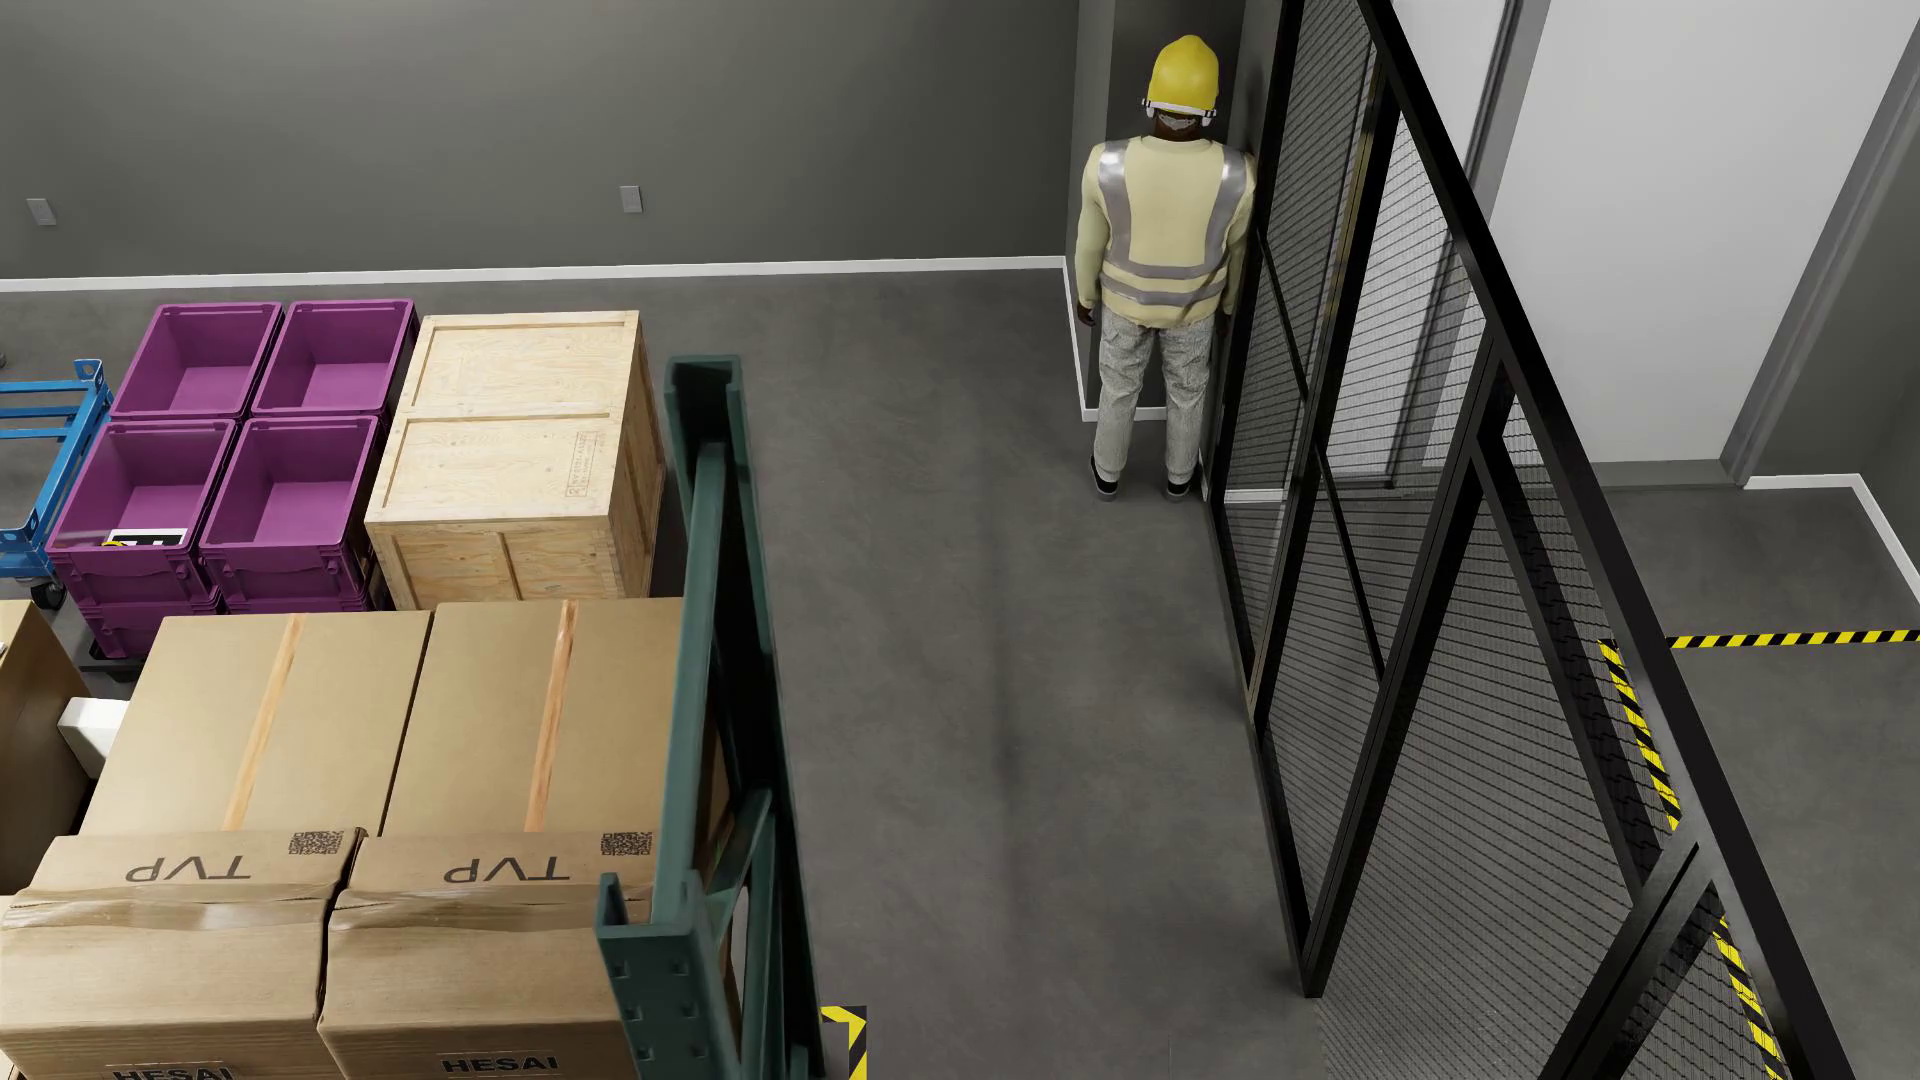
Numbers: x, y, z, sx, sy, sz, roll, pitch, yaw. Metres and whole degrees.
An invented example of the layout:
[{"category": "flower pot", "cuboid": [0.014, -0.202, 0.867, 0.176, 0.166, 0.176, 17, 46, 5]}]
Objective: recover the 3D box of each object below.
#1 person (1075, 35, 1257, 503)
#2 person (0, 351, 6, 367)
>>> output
[{"category": "person", "cuboid": [0.685, -0.856, 5.646, 0.598, 1.832, 0.404, 4, 46, 4]}, {"category": "person", "cuboid": [-4.031, -1.265, 5.964, 0.360, 1.938, 0.635, -4, 46, -4]}]
